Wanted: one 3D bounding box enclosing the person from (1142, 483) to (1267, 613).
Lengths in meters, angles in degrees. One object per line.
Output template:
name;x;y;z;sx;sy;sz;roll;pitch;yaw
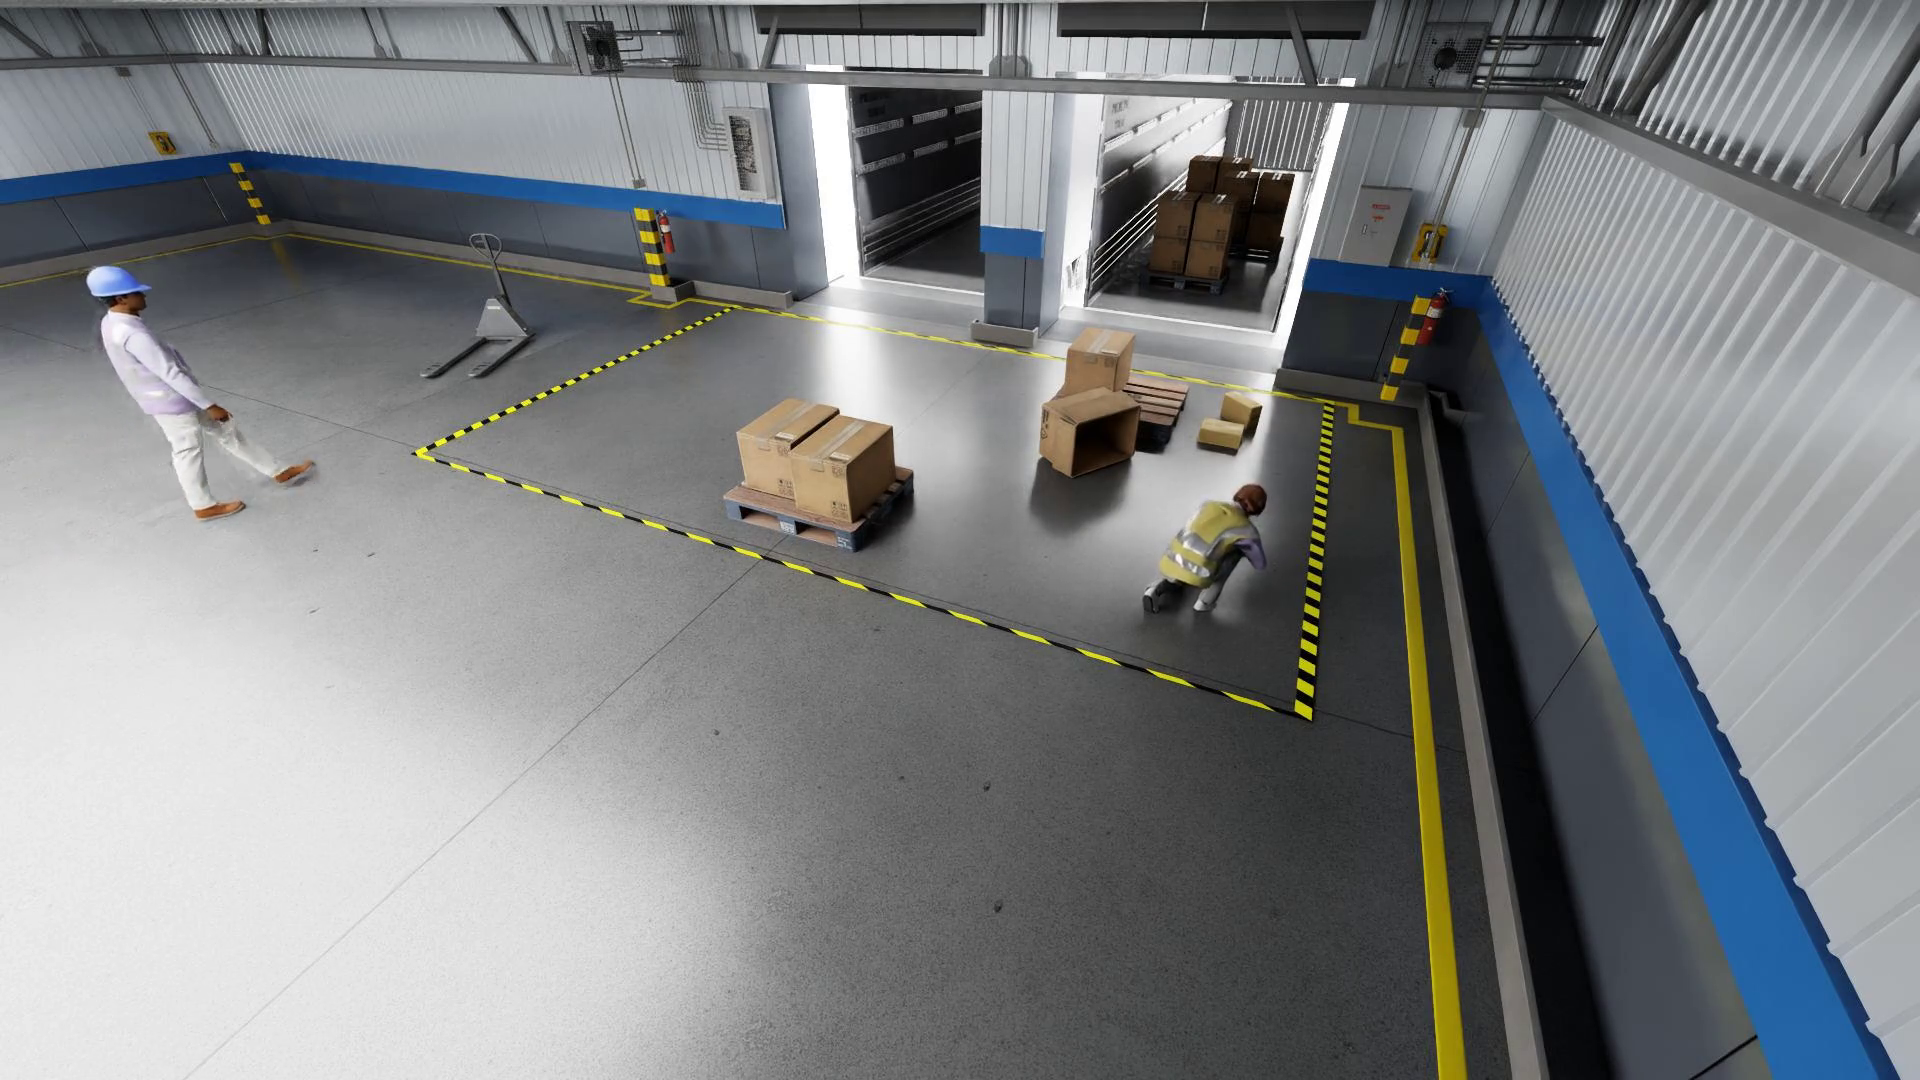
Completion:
person;1.645;0.099;4.876;0.883;0.857;0.563;-23;41;-29

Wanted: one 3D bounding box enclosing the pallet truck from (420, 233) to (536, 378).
pallet truck;-5.664;-2.712;8.427;0.680;1.201;1.601;0;35;-1

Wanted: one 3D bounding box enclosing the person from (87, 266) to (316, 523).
person;-5.827;-1.111;5.596;0.651;1.911;0.864;27;43;32
